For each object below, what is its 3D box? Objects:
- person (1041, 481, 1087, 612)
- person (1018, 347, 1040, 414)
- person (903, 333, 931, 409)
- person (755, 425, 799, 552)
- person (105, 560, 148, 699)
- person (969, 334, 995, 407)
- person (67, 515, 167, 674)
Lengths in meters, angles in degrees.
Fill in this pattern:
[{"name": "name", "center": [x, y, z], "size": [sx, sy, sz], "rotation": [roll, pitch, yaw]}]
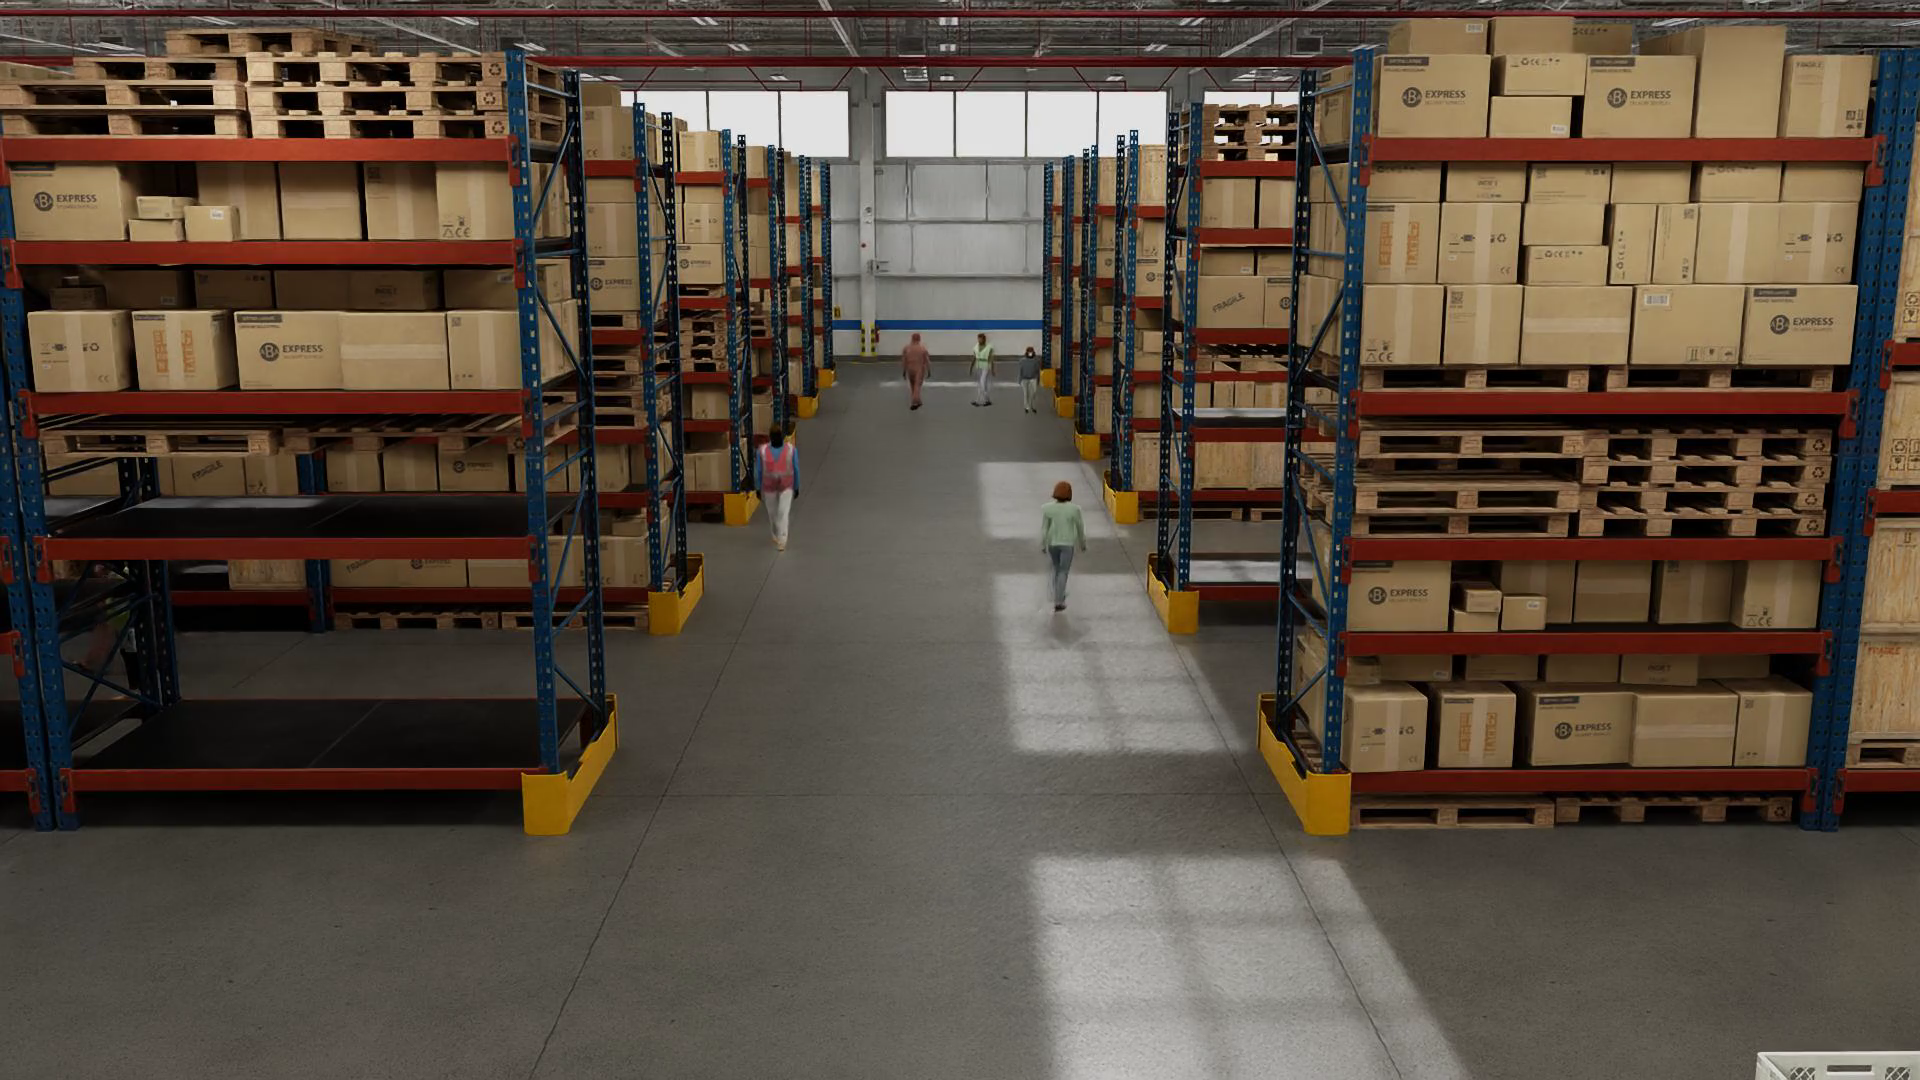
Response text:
[{"name": "person", "center": [1.301, 0.059, 20.595], "size": [0.503, 1.599, 0.799], "rotation": [5, 13, 25]}, {"name": "person", "center": [1.653, -3.806, 39.736], "size": [0.520, 1.612, 0.663], "rotation": [0, 11, 1]}, {"name": "person", "center": [-1.062, -4.143, 40.799], "size": [0.662, 1.861, 1.004], "rotation": [4, 12, 18]}, {"name": "person", "center": [-2.659, -0.789, 24.272], "size": [0.626, 1.820, 0.852], "rotation": [0, 11, -1]}, {"name": "person", "center": [-8.294, 0.832, 16.516], "size": [0.315, 1.699, 0.541], "rotation": [-11, 16, -43]}, {"name": "person", "center": [0.498, -4.186, 41.131], "size": [0.596, 1.792, 0.955], "rotation": [9, 15, 39]}, {"name": "person", "center": [-9.010, 0.515, 17.688], "size": [0.984, 1.855, 0.648], "rotation": [-1, 11, -5]}]
